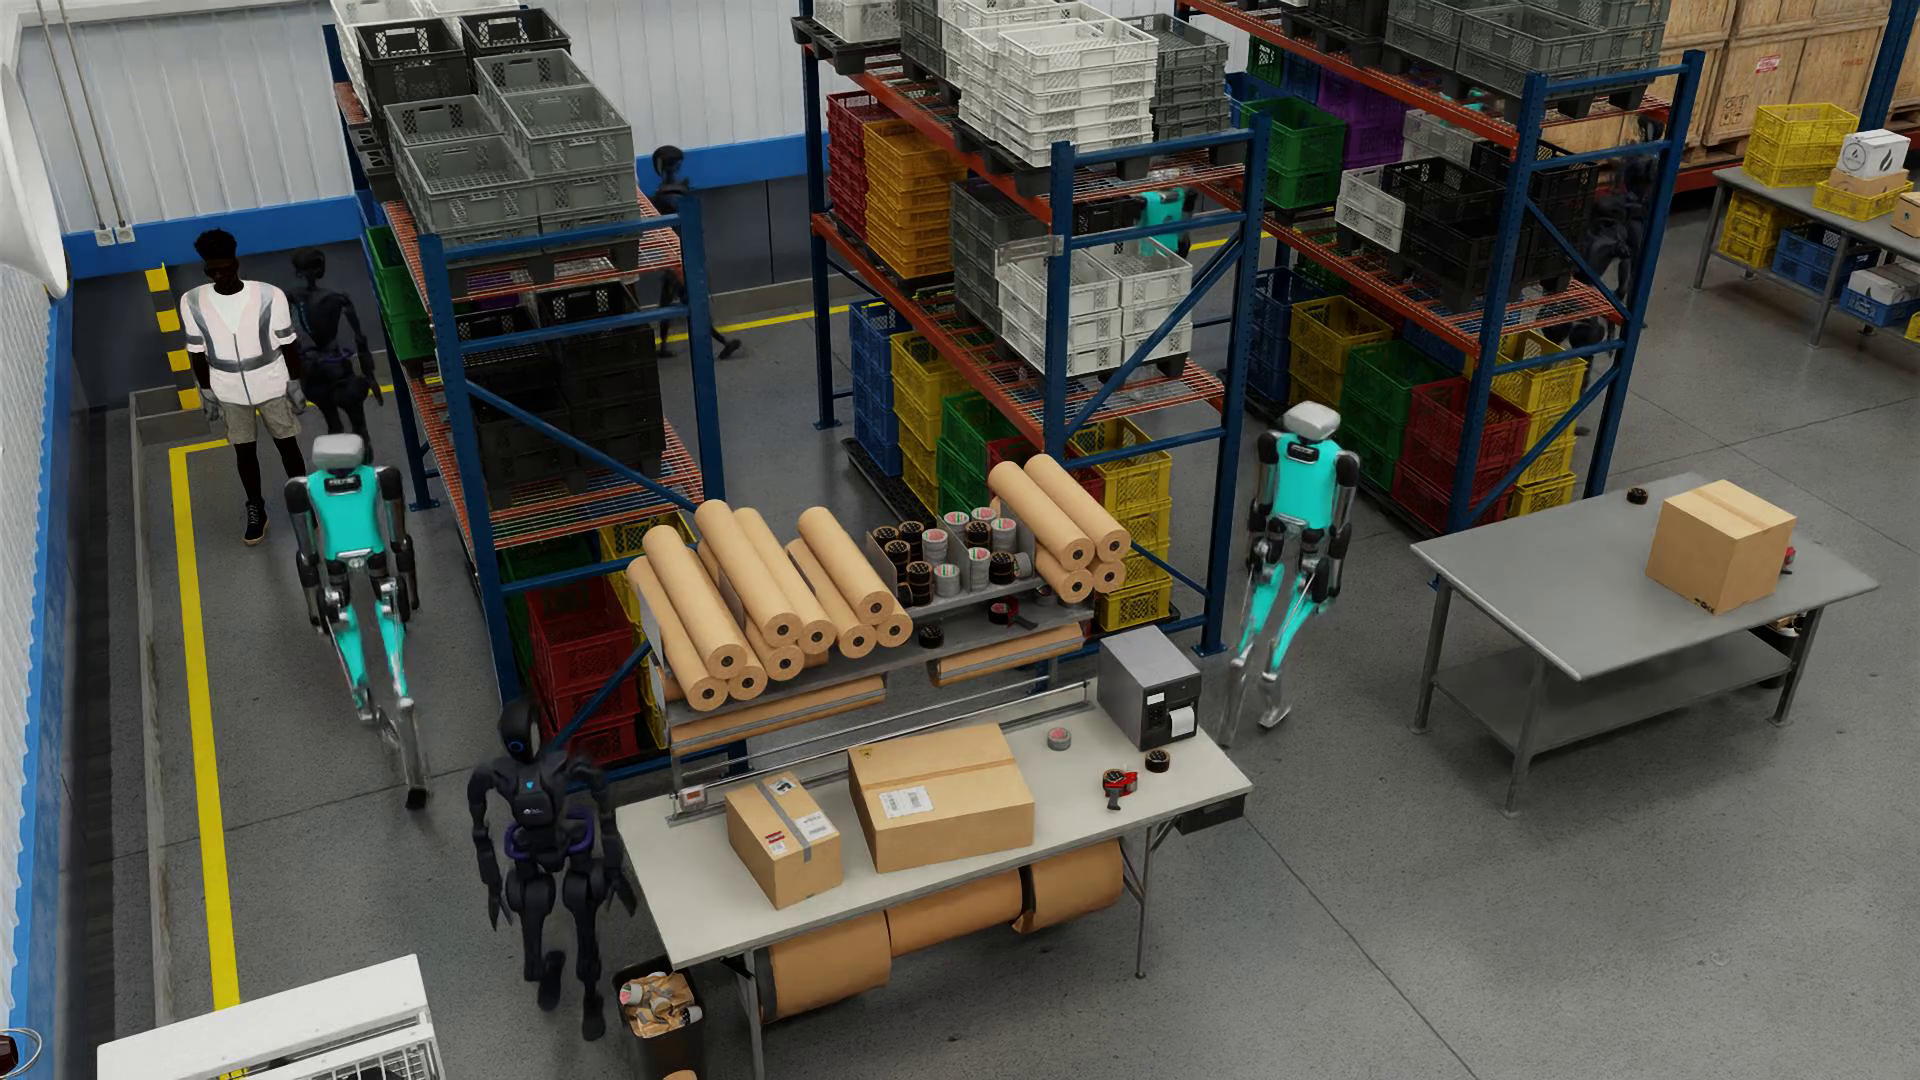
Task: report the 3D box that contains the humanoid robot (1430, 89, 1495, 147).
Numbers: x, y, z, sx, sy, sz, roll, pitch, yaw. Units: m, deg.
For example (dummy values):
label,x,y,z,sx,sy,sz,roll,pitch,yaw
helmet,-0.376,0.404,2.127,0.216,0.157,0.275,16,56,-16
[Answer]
label,x,y,z,sx,sy,sz,roll,pitch,yaw
humanoid robot,3.852,-2.748,13.049,0.531,1.774,0.877,4,32,6

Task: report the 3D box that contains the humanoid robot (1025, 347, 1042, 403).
label,x,y,z,sx,sy,sz,roll,pitch,yaw
humanoid robot,0.463,-1.714,11.369,0.571,1.764,0.941,-6,32,-9

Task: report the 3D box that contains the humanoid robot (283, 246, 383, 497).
label,x,y,z,sx,sy,sz,roll,pitch,yaw
humanoid robot,-3.884,-1.030,10.296,0.591,1.651,0.323,7,32,11

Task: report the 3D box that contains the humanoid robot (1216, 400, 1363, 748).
label,x,y,z,sx,sy,sz,roll,pitch,yaw
humanoid robot,1.536,0.296,8.192,0.545,1.896,0.767,22,38,31

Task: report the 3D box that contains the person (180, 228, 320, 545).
label,x,y,z,sx,sy,sz,roll,pitch,yaw
person,-4.178,-0.896,9.809,0.601,1.966,0.369,-8,33,-13

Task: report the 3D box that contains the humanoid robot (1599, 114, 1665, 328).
label,x,y,z,sx,sy,sz,roll,pitch,yaw
humanoid robot,5.058,-2.466,12.670,0.601,1.642,0.741,-19,37,-28

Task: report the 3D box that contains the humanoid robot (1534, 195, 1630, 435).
label,x,y,z,sx,sy,sz,roll,pitch,yaw
humanoid robot,4.077,-1.479,11.026,0.380,1.639,0.609,-25,39,-34

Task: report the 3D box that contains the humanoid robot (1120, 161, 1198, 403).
label,x,y,z,sx,sy,sz,roll,pitch,yaw
humanoid robot,1.226,-1.768,11.483,0.545,1.845,0.656,-15,35,-23

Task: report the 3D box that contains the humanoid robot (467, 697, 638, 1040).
label,x,y,z,sx,sy,sz,roll,pitch,yaw
humanoid robot,-1.578,1.291,6.534,0.584,1.648,0.392,-5,32,-7

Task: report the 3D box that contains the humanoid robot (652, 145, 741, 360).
label,x,y,z,sx,sy,sz,roll,pitch,yaw
humanoid robot,-1.993,-2.037,11.980,0.702,1.656,0.593,-9,33,-15

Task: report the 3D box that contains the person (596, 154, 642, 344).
label,x,y,z,sx,sy,sz,roll,pitch,yaw
person,-2.530,-2.133,11.743,0.604,2.045,0.375,-17,35,-25

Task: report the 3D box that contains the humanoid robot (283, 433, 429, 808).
label,x,y,z,sx,sy,sz,roll,pitch,yaw
humanoid robot,-2.776,0.461,7.848,0.555,1.769,0.950,-12,33,-18
